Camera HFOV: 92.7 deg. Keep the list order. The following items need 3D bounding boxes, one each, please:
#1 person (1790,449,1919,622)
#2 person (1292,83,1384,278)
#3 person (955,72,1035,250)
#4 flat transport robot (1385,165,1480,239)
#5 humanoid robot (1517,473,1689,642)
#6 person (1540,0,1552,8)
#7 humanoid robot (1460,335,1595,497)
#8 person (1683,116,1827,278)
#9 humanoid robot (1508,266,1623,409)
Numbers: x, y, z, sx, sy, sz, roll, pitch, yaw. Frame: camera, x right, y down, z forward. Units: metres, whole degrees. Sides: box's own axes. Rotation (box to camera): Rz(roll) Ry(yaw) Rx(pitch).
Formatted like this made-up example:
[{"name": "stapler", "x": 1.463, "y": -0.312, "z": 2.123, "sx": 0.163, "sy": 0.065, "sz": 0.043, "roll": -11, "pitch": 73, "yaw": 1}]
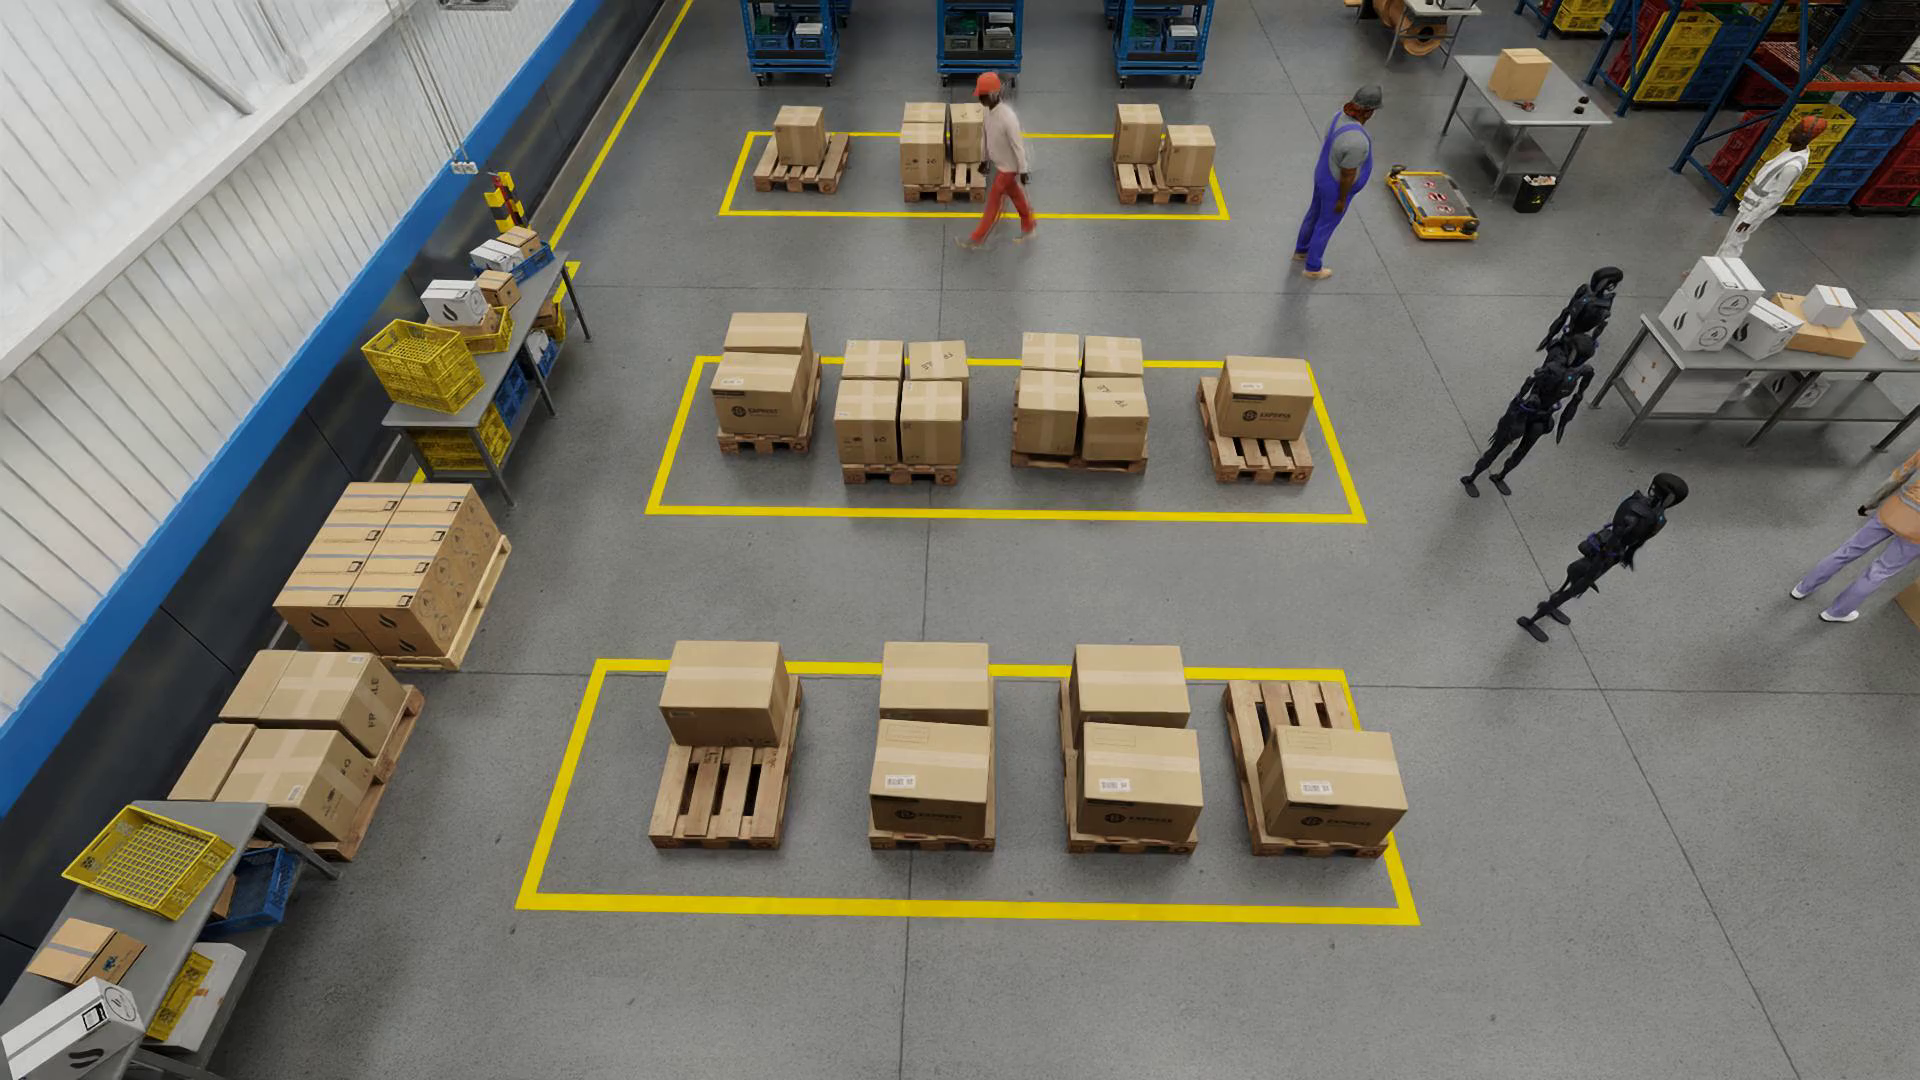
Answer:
[{"name": "person", "x": 6.797, "y": -0.122, "z": 6.542, "sx": 0.368, "sy": 1.925, "sz": 0.589, "roll": -17, "pitch": 51, "yaw": -14}, {"name": "person", "x": 3.988, "y": -3.752, "z": 9.610, "sx": 0.536, "sy": 2.000, "sz": 0.679, "roll": -2, "pitch": 49, "yaw": -2}, {"name": "person", "x": 0.422, "y": -4.083, "z": 9.978, "sx": 1.044, "sy": 1.910, "sz": 0.618, "roll": -17, "pitch": 51, "yaw": -14}, {"name": "flat transport robot", "x": 5.692, "y": -4.094, "z": 11.059, "sx": 0.652, "sy": 0.197, "sz": 1.431, "roll": 1, "pitch": 49, "yaw": 1}, {"name": "humanoid robot", "x": 4.564, "y": 0.127, "z": 6.492, "sx": 0.569, "sy": 1.649, "sz": 0.342, "roll": -25, "pitch": 54, "yaw": -20}, {"name": "person", "x": 9.938, "y": -9.640, "z": 14.895, "sx": 0.362, "sy": 1.765, "sz": 0.540, "roll": -17, "pitch": 51, "yaw": -14}, {"name": "humanoid robot", "x": 4.644, "y": -0.975, "z": 7.445, "sx": 0.567, "sy": 1.650, "sz": 0.339, "roll": -4, "pitch": 49, "yaw": -3}, {"name": "person", "x": 8.140, "y": -3.396, "z": 9.405, "sx": 0.356, "sy": 1.882, "sz": 0.573, "roll": 26, "pitch": 54, "yaw": 21}, {"name": "humanoid robot", "x": 5.306, "y": -1.648, "z": 8.026, "sx": 0.327, "sy": 1.652, "sz": 0.581, "roll": 1, "pitch": 49, "yaw": 1}]
